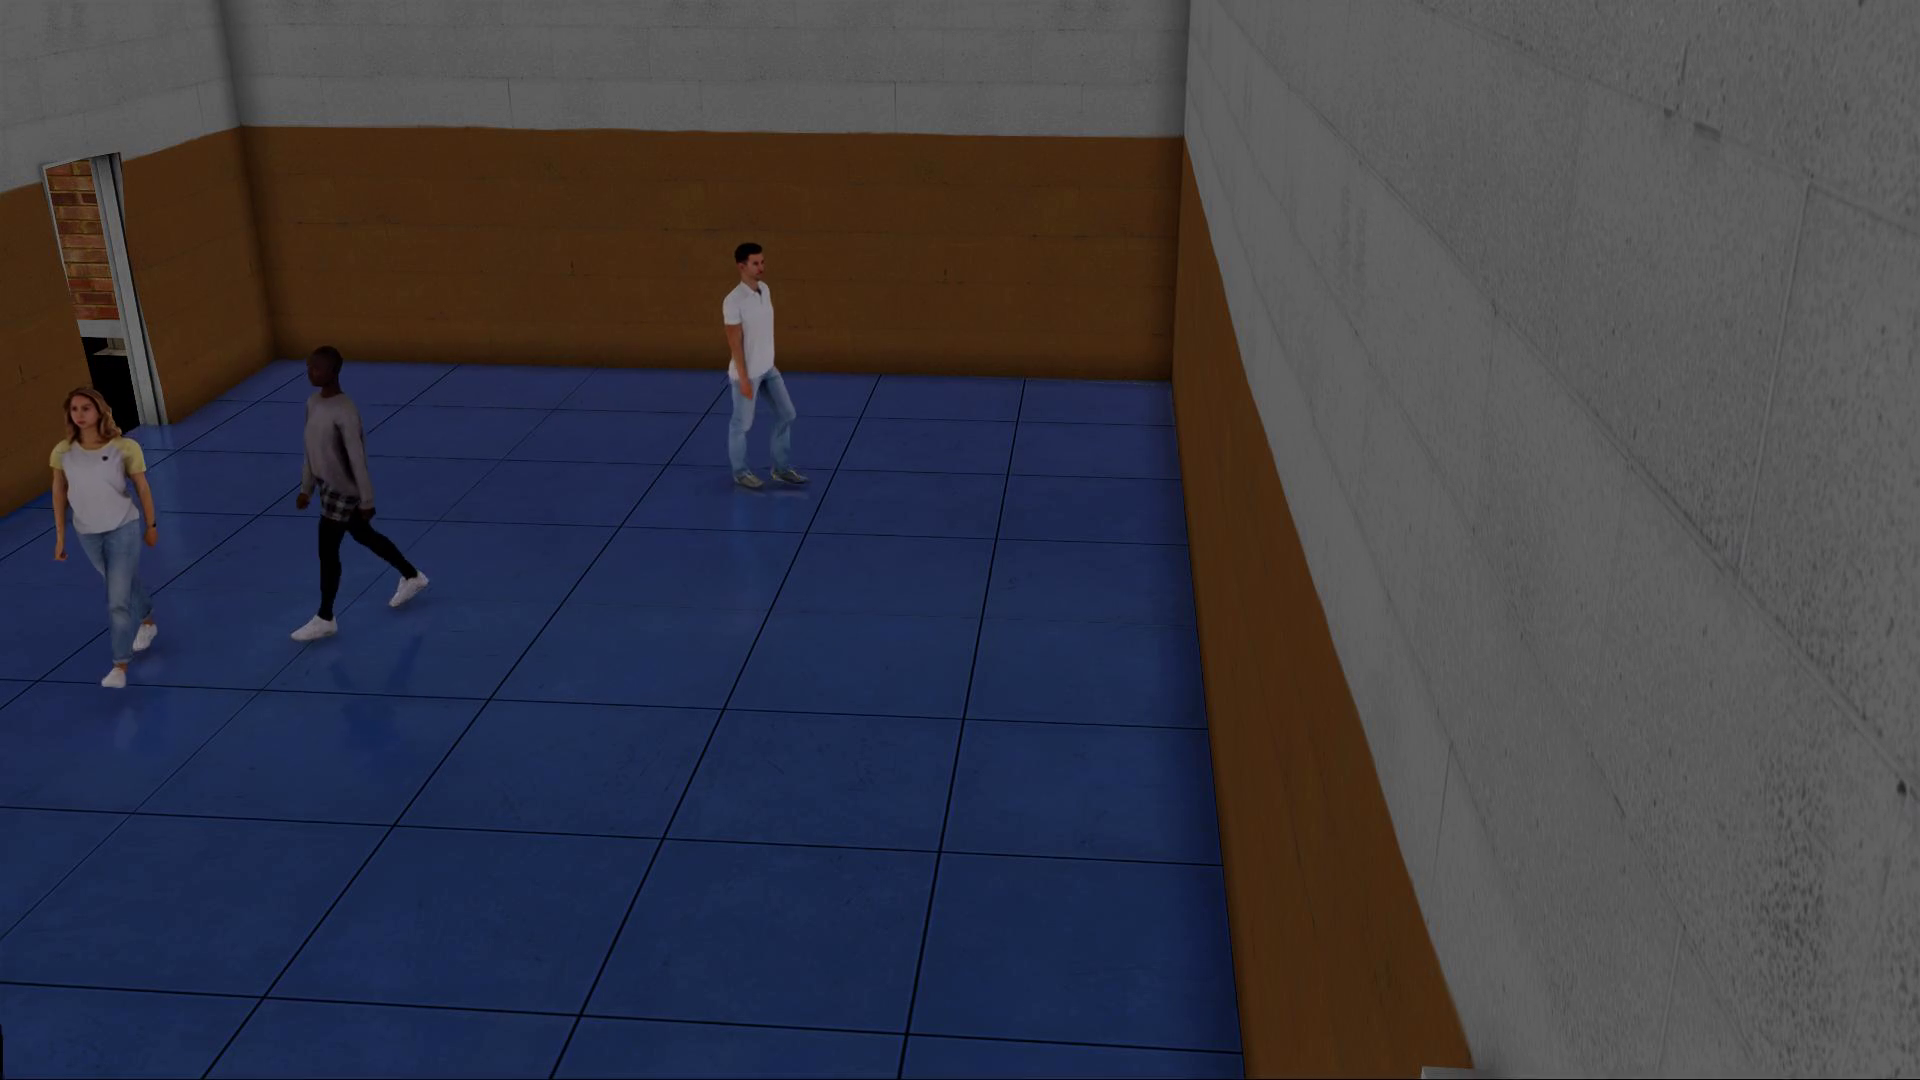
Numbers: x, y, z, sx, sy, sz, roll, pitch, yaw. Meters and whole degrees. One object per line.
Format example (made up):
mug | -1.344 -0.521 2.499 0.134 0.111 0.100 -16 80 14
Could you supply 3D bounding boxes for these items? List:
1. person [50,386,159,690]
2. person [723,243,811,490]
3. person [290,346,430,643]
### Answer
person | -4.782 -0.042 9.400 1.169 1.660 0.890 -3 22 -7
person | -1.585 -1.268 12.226 0.962 1.842 0.882 14 26 32
person | -3.626 -0.311 9.990 1.173 1.734 1.151 -20 29 -40
